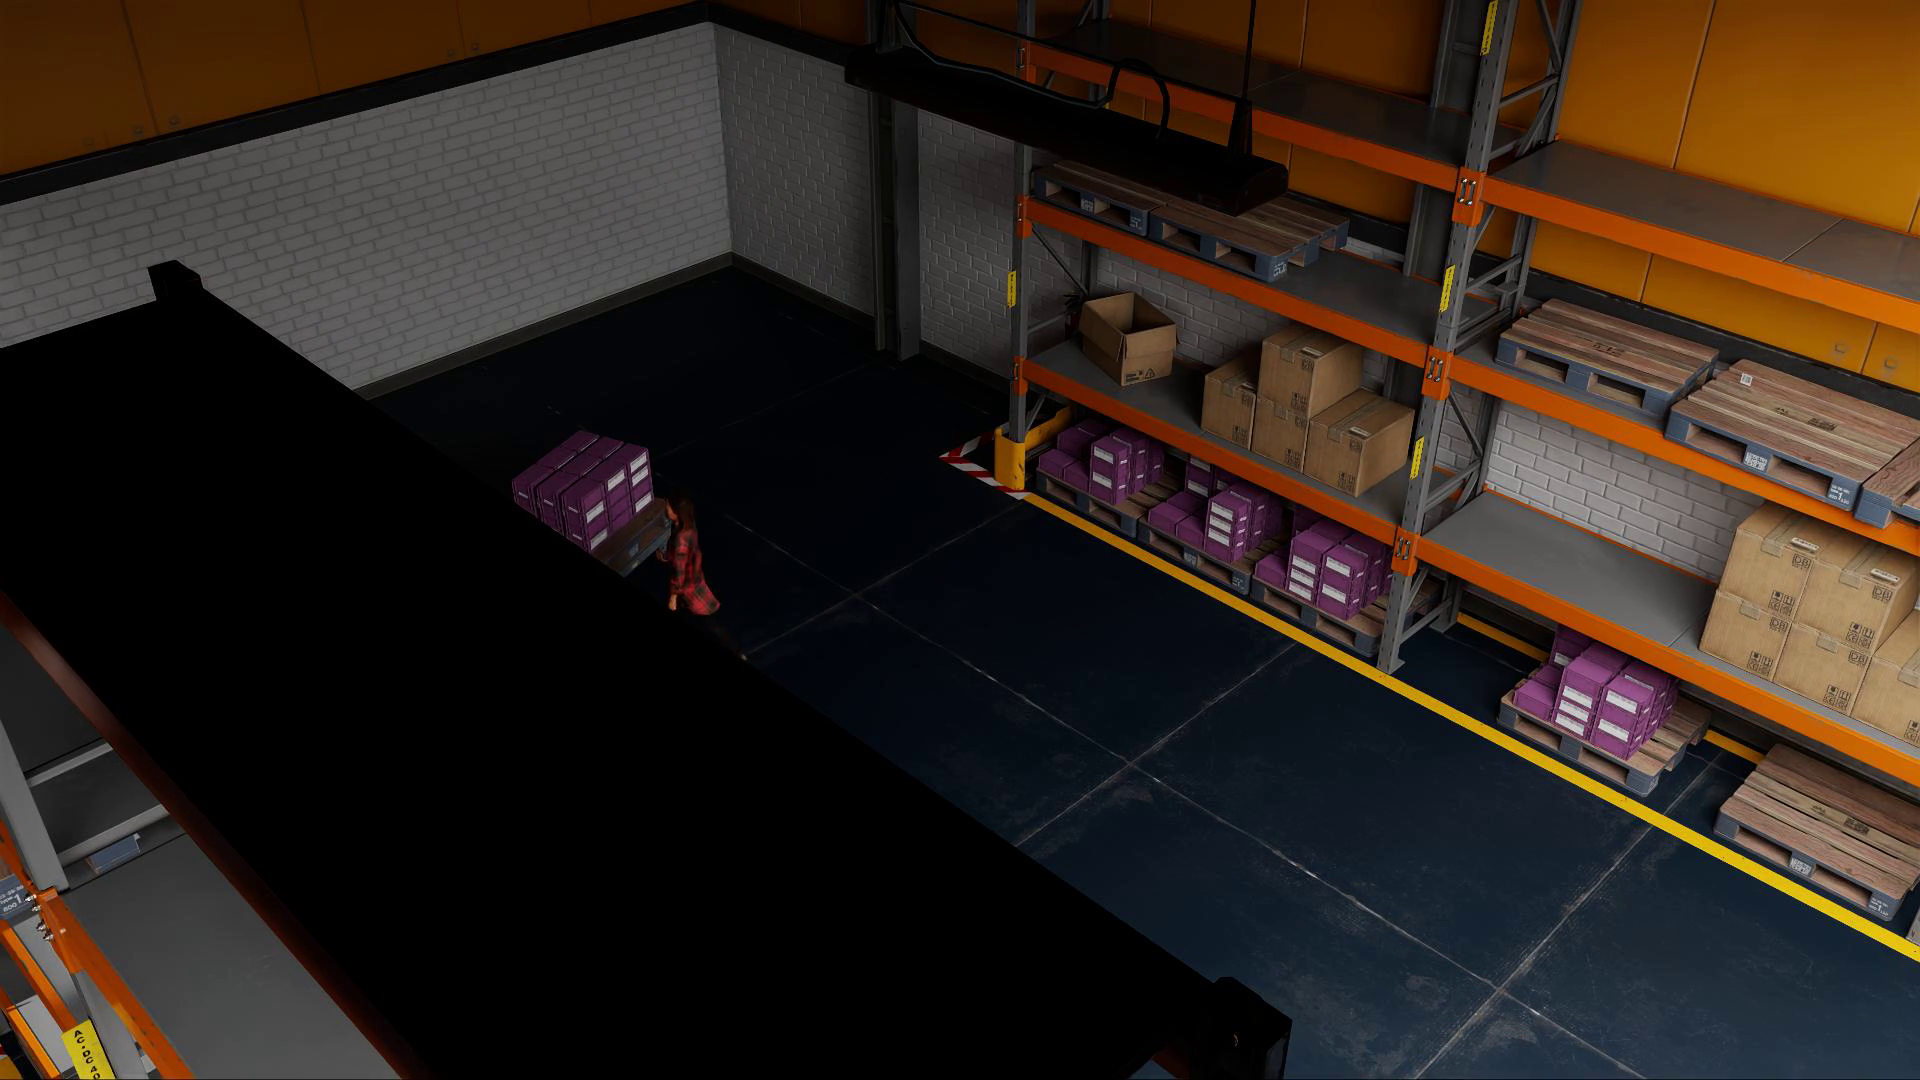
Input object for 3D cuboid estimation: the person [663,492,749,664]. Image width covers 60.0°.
[{"bbox_3d":[-1.954,0.379,12.528,1.098,1.660,1.105,-4,34,-6],"label":"person"}]
